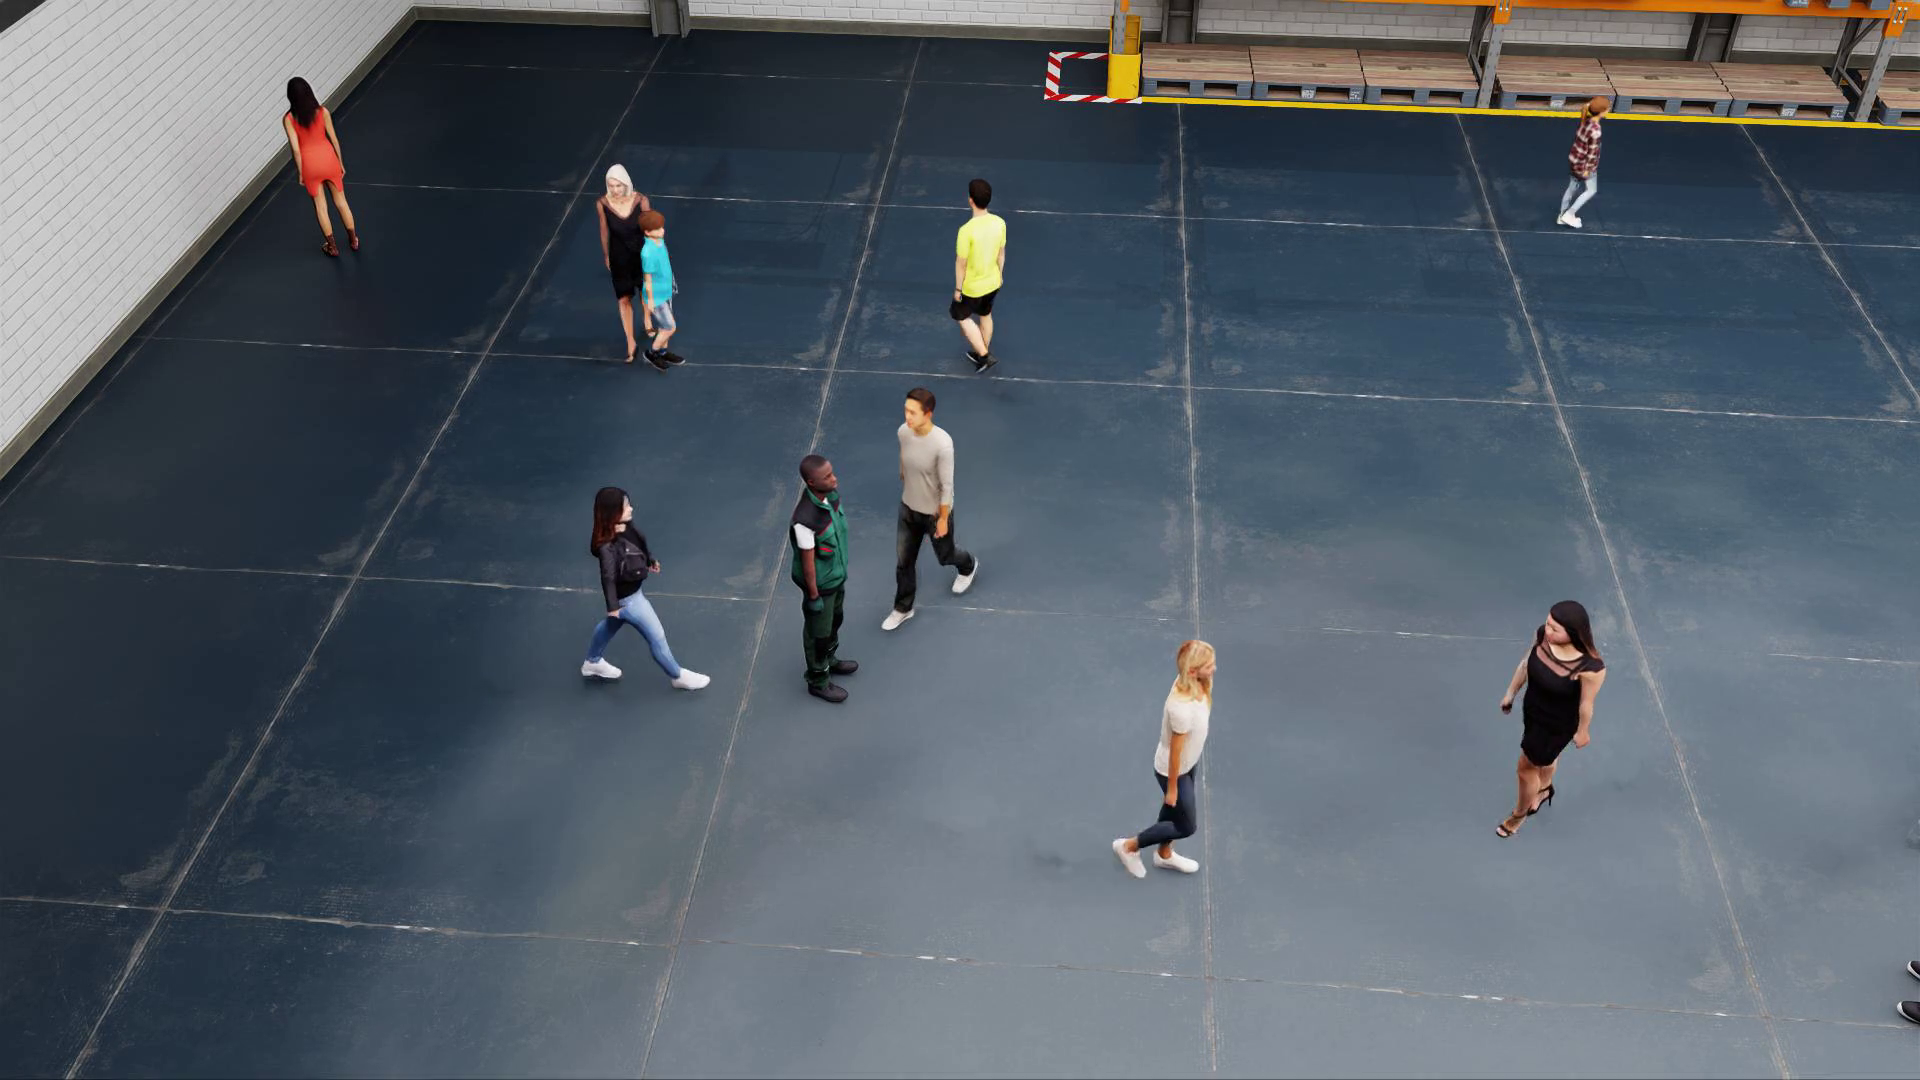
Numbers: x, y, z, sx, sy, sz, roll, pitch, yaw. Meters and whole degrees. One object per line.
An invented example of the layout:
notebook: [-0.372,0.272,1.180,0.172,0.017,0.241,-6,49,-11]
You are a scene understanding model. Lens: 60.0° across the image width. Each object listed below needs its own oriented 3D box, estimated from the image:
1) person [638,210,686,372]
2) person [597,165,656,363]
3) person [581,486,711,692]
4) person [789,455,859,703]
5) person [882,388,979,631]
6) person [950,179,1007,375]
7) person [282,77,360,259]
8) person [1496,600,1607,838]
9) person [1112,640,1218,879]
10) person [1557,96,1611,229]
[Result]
person: [-2.544,-2.063,13.680,0.548,1.440,0.530,6,39,8]
person: [-2.741,-2.404,13.895,0.901,1.705,0.806,-7,39,-9]
person: [-2.199,0.327,10.564,1.106,1.593,0.706,0,39,1]
person: [-0.876,0.217,10.505,0.621,1.839,0.705,7,39,9]
person: [-0.161,-0.248,11.130,1.135,1.786,1.064,25,45,28]
person: [0.198,-2.081,13.496,0.848,1.697,0.904,-24,44,-27]
person: [-5.820,-3.389,15.116,0.652,1.718,0.734,-22,43,-25]
person: [3.493,0.999,9.637,0.837,1.700,0.794,-14,41,-17]
person: [1.121,1.233,9.265,0.783,1.799,0.693,11,40,13]
person: [5.818,-3.558,15.665,0.568,1.298,0.571,-5,39,-6]
